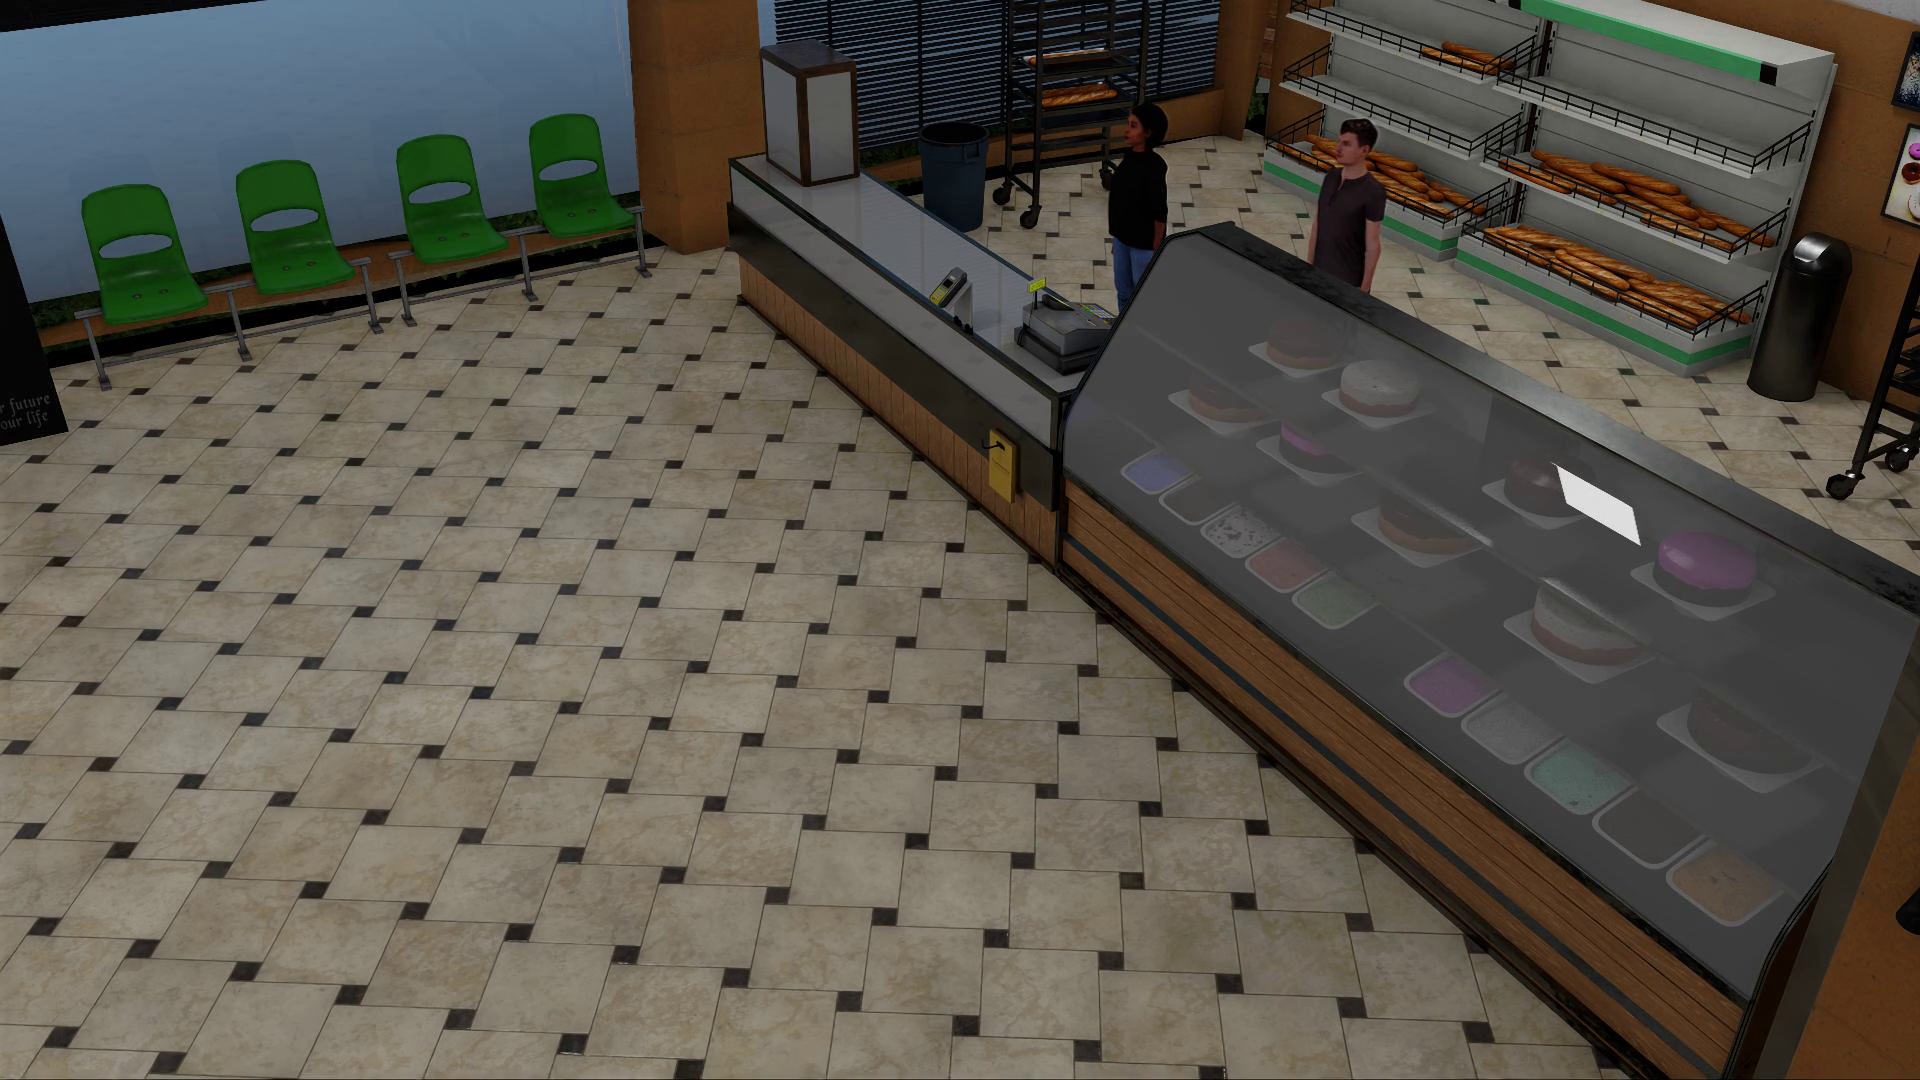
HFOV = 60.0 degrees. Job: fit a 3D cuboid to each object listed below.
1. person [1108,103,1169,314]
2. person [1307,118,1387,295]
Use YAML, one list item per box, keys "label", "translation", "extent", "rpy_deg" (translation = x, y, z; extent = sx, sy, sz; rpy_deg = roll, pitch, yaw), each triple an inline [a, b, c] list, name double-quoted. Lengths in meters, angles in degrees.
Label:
- label: "person"
  translation: [1.071, -1.780, 9.996]
  extent: [0.516, 1.701, 0.559]
  rpy_deg: [-17, 36, -25]
- label: "person"
  translation: [2.135, -1.453, 9.327]
  extent: [0.515, 1.851, 0.650]
  rpy_deg: [-17, 36, -25]
